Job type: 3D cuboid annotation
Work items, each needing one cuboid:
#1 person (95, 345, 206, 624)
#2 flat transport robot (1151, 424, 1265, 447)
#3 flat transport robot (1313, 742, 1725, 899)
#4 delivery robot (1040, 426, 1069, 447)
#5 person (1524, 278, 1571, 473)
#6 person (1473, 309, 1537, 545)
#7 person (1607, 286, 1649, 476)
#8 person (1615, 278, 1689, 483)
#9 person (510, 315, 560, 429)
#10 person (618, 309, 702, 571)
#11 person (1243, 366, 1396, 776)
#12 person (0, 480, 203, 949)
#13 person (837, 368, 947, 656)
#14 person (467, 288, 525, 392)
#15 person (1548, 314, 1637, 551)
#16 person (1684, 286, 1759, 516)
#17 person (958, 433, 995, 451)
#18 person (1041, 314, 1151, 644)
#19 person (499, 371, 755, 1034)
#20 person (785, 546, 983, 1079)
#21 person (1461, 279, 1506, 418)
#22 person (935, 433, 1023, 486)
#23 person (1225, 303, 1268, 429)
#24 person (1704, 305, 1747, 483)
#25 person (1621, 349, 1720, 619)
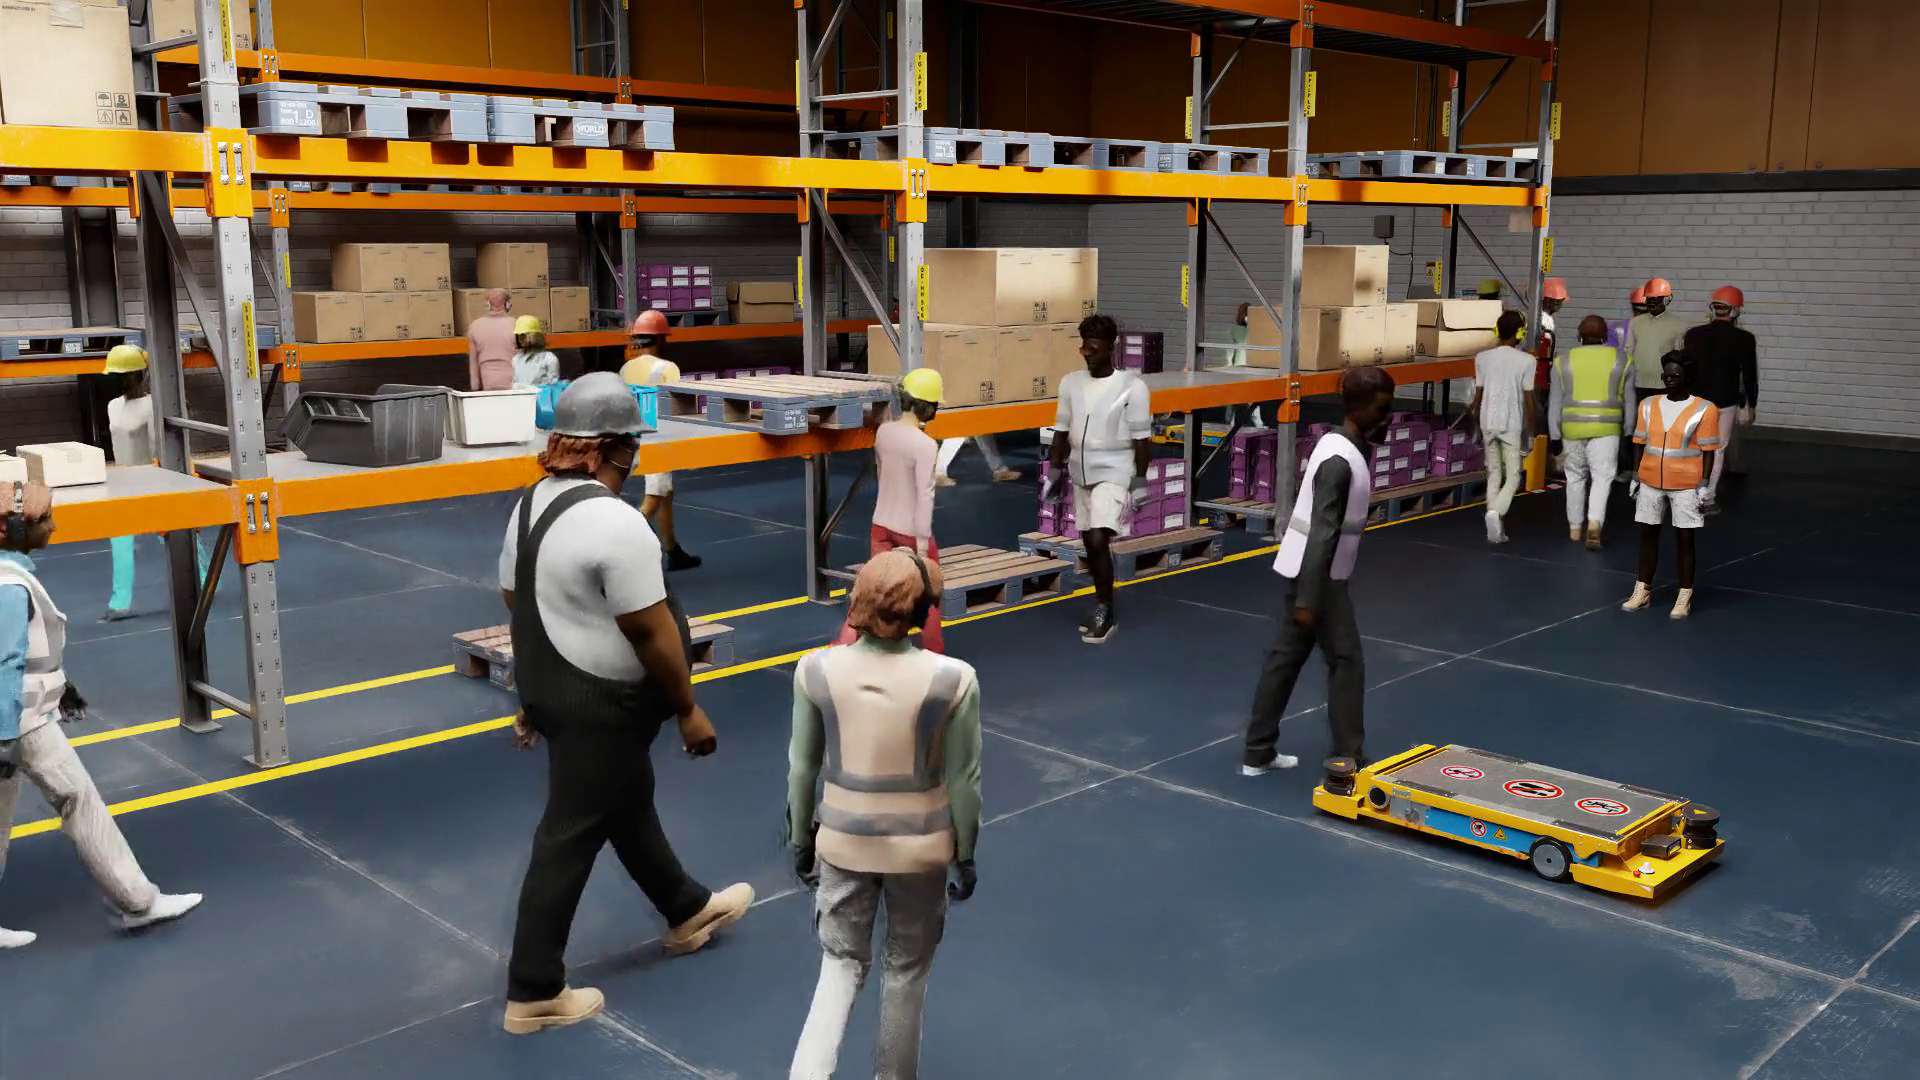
[{"bbox_3d":[-5.116,-0.356,10.503,0.531,1.754,0.805,5,11,24],"label":"person"},{"bbox_3d":[2.933,-1.176,18.884,0.652,0.197,1.431,-10,15,-44],"label":"flat transport robot"},{"bbox_3d":[2.201,1.069,6.644,0.652,0.197,1.431,-10,14,-44],"label":"flat transport robot"},{"bbox_3d":[1.188,-1.151,17.718,0.477,0.478,0.707,-10,14,-44],"label":"delivery robot"},{"bbox_3d":[5.814,-1.658,16.865,1.060,1.993,0.623,5,11,24],"label":"person"},{"bbox_3d":[4.151,-0.839,12.781,0.510,1.846,0.641,8,13,37],"label":"person"},{"bbox_3d":[6.716,-1.573,16.588,0.561,1.913,0.768,5,11,24],"label":"person"},{"bbox_3d":[6.683,-1.523,16.073,0.381,1.994,0.619,-10,14,-44],"label":"person"},{"bbox_3d":[-3.617,-1.041,14.148,0.506,1.731,0.375,5,11,25],"label":"person"},{"bbox_3d":[-2.190,-0.654,11.622,0.554,1.903,0.951,9,14,40],"label":"person"},{"bbox_3d":[1.586,0.182,7.169,0.729,1.868,0.611,2,11,13],"label":"person"},{"bbox_3d":[-3.045,0.593,5.613,0.836,1.601,0.539,-8,13,-36],"label":"person"},{"bbox_3d":[-0.345,-0.062,8.875,0.873,1.712,0.549,-10,14,-43],"label":"person"},{"bbox_3d":[-4.518,-1.550,16.491,0.667,1.894,0.625,2,11,11],"label":"person"},{"bbox_3d":[4.876,-0.839,12.875,0.634,1.814,0.885,5,11,24],"label":"person"},{"bbox_3d":[6.595,-1.205,14.392,0.681,1.968,0.647,-9,14,-40],"label":"person"},{"bbox_3d":[0.093,-1.910,18.534,0.459,1.874,0.592,-7,13,-34],"label":"person"},{"bbox_3d":[0.780,-0.362,9.892,0.613,1.942,0.689,9,14,41],"label":"person"},{"bbox_3d":[-1.046,0.450,5.192,1.009,2.000,0.694,-7,12,-33],"label":"person"},{"bbox_3d":[-0.212,0.827,4.304,0.525,1.620,0.557,2,11,11],"label":"person"},{"bbox_3d":[5.973,-2.004,18.908,0.626,1.911,0.413,-10,14,-42],"label":"person"},{"bbox_3d":[0.112,-1.405,16.012,0.977,1.792,0.642,-2,11,-12],"label":"person"},{"bbox_3d":[3.426,-2.032,19.945,0.524,1.595,0.807,-3,11,-14],"label":"person"},{"bbox_3d":[7.445,-1.485,16.442,0.611,1.778,0.926,-9,14,-40],"label":"person"},{"bbox_3d":[4.489,-0.354,10.512,0.317,1.696,0.539,-10,14,-44],"label":"person"}]
